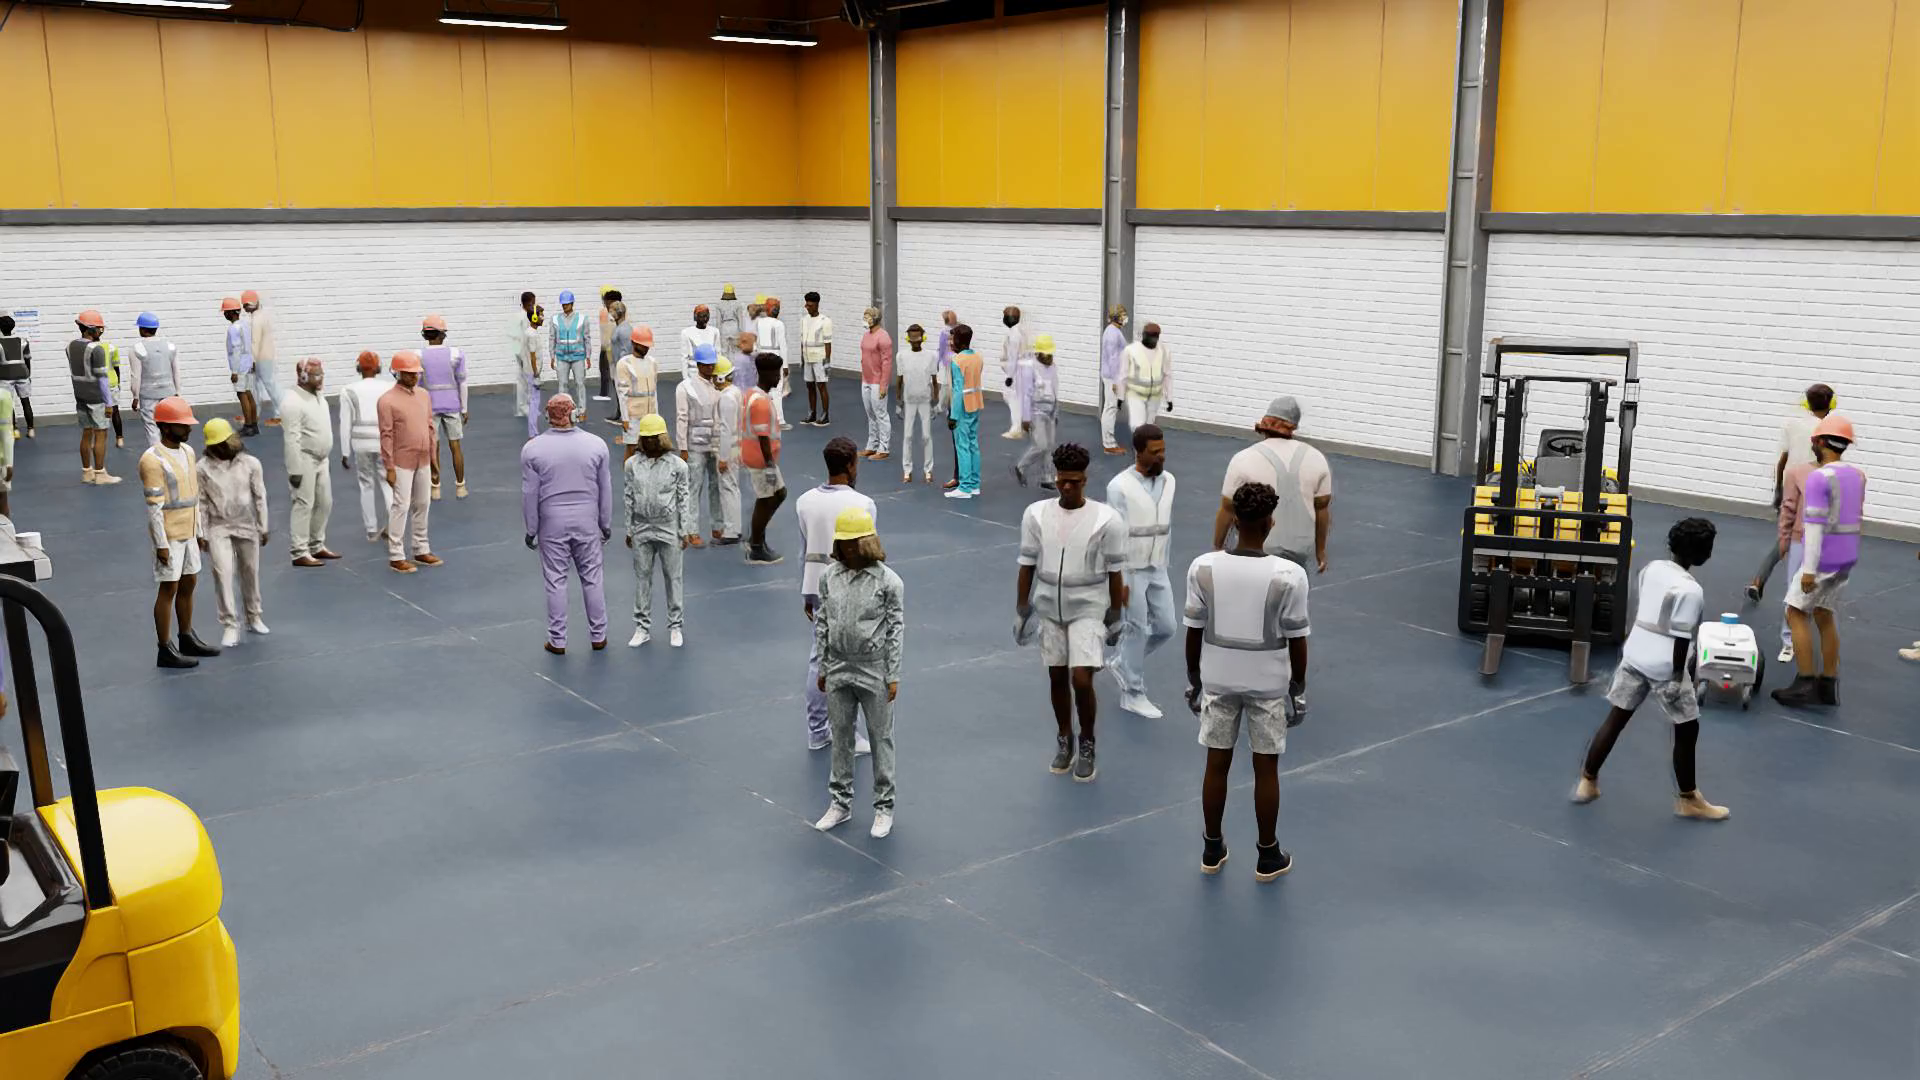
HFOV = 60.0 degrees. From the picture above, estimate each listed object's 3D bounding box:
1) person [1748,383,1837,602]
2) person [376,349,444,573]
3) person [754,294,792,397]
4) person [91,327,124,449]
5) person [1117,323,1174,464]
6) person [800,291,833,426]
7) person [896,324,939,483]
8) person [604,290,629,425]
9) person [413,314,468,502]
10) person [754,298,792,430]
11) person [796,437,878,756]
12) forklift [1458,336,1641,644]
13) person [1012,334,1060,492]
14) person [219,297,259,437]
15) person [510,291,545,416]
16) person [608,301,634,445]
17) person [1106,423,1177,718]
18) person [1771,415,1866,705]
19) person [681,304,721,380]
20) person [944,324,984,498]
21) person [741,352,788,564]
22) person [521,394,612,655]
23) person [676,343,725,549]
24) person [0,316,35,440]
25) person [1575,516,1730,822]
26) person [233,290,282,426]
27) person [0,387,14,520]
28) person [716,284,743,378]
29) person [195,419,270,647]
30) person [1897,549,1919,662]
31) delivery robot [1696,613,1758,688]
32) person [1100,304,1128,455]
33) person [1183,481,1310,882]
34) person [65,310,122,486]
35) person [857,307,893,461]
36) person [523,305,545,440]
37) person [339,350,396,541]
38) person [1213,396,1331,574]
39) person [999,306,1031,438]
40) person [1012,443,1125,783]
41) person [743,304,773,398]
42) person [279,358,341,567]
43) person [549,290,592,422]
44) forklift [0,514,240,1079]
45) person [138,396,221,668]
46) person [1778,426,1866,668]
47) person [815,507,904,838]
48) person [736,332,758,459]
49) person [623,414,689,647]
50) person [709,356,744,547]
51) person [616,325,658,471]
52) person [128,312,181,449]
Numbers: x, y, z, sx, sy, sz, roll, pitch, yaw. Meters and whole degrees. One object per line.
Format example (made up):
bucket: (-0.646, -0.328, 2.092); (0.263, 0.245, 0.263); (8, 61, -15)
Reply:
person: (6.804, -0.348, 13.412); (0.583, 1.842, 0.576); (-4, 12, -18)
person: (-4.875, -0.701, 14.767); (0.392, 1.983, 0.616); (5, 13, 24)
person: (-3.196, -3.190, 27.426); (0.910, 1.718, 0.531); (-7, 14, -31)
person: (-11.313, -2.036, 21.900); (0.532, 1.697, 0.319); (-11, 16, -42)
person: (2.280, -1.699, 20.038); (0.651, 1.803, 0.884); (-4, 12, -17)
person: (-2.098, -2.630, 24.148); (0.605, 1.958, 0.373); (11, 16, 42)
person: (-0.492, -1.588, 19.348); (0.511, 1.862, 0.325); (1, 12, 3)
person: (-5.009, -2.671, 24.317); (0.361, 1.963, 0.614); (-7, 13, -29)
person: (-5.692, -1.439, 18.191); (0.605, 2.038, 0.394); (-4, 12, -20)
person: (-2.668, -2.501, 23.690); (0.573, 1.887, 0.354); (9, 15, 36)
person: (-0.733, 0.343, 9.911); (0.590, 1.911, 0.391); (10, 15, 40)
forklift: (4.683, -0.471, 13.136); (1.214, 2.155, 2.313); (4, 12, 20)
person: (0.895, -1.419, 18.650); (0.504, 1.807, 0.656); (10, 15, 39)
person: (-10.003, -2.392, 23.044); (0.378, 1.932, 0.551); (-1, 12, -5)
person: (-6.525, -2.807, 25.155); (0.526, 1.893, 0.587); (-6, 13, -25)
person: (-4.520, -2.245, 22.349); (0.357, 1.932, 0.630); (-3, 12, -15)
person: (1.152, 0.187, 10.673); (0.586, 1.900, 0.464); (-10, 15, -39)
person: (5.686, 0.132, 10.961); (0.598, 1.889, 0.488); (-7, 14, -32)
person: (-3.481, -2.231, 22.417); (0.579, 1.878, 0.352); (-8, 14, -34)
person: (0.061, -1.424, 18.410); (0.382, 1.918, 0.596); (6, 13, 25)
person: (-1.758, -0.733, 15.005); (0.429, 1.941, 0.633); (-2, 12, -9)
person: (-2.863, -0.116, 12.134); (0.644, 1.903, 0.399); (-5, 13, -21)
person: (-2.404, -0.902, 15.813); (0.617, 1.946, 0.396); (-10, 15, -39)
person: (-12.974, -2.216, 22.773); (0.318, 1.697, 0.536); (9, 15, 38)
person: (3.737, 0.677, 8.928); (0.711, 1.661, 0.554); (-2, 12, -9)
person: (-10.222, -2.611, 24.030); (0.867, 1.956, 0.640); (-5, 13, -21)
person: (-8.822, -0.752, 14.962); (0.609, 2.011, 0.895); (-4, 12, -17)
person: (-4.145, -3.733, 29.984); (0.484, 1.744, 0.294); (0, 12, -2)
person: (-5.416, -0.069, 12.388); (0.495, 1.695, 0.620); (-9, 15, -36)
person: (7.018, -0.030, 11.873); (0.504, 1.840, 0.345); (-9, 15, -38)
delivery robot: (5.109, 0.732, 11.081); (0.477, 0.478, 0.707); (5, 13, 22)
person: (1.998, -2.073, 21.494); (0.371, 1.941, 0.627); (1, 12, 3)
person: (1.394, 0.685, 8.107); (0.614, 1.963, 0.362); (5, 13, 24)
person: (-9.966, -1.632, 19.161); (0.612, 2.029, 0.410); (6, 13, 29)
person: (-1.078, -1.968, 20.990); (0.367, 1.939, 0.634); (-7, 14, -30)
person: (-5.730, -2.232, 22.458); (0.326, 1.862, 0.508); (-3, 12, -15)
person: (-5.596, -0.880, 15.909); (0.608, 1.865, 0.630); (-5, 13, -22)
person: (2.066, 0.005, 11.210); (0.770, 2.000, 0.645); (-2, 12, -10)
person: (0.760, -2.303, 22.865); (0.438, 1.830, 0.633); (1, 12, 5)
person: (0.598, 0.418, 9.458); (0.604, 1.948, 0.581); (5, 13, 23)
person: (-3.307, -3.062, 27.116); (0.523, 1.582, 0.880); (7, 13, 29)
person: (-5.855, -0.693, 14.991); (0.417, 1.884, 0.652); (1, 12, 2)
person: (-5.732, -2.692, 24.463); (0.614, 1.945, 0.406); (-1, 12, -3)
forklift: (-3.687, 1.115, 5.480); (2.313, 2.155, 1.214); (-9, 15, -36)
person: (-5.528, -0.057, 11.798); (0.399, 1.928, 0.542); (1, 12, 5)
person: (6.080, 0.030, 11.779); (0.527, 1.764, 0.334); (6, 13, 27)
person: (-0.533, 0.684, 8.655); (0.488, 1.744, 0.296); (4, 12, 20)
person: (-2.642, -1.814, 21.010); (0.501, 1.613, 0.539); (3, 12, 12)
person: (-2.242, -0.068, 12.282); (0.483, 1.745, 0.301); (0, 12, 2)
person: (-2.233, -0.845, 15.858); (0.403, 1.821, 0.602); (-1, 12, -3)
person: (-3.476, -1.380, 18.174); (0.388, 1.927, 0.547); (9, 15, 36)
person: (-9.606, -1.744, 19.875); (0.375, 1.949, 0.614); (8, 14, 34)
